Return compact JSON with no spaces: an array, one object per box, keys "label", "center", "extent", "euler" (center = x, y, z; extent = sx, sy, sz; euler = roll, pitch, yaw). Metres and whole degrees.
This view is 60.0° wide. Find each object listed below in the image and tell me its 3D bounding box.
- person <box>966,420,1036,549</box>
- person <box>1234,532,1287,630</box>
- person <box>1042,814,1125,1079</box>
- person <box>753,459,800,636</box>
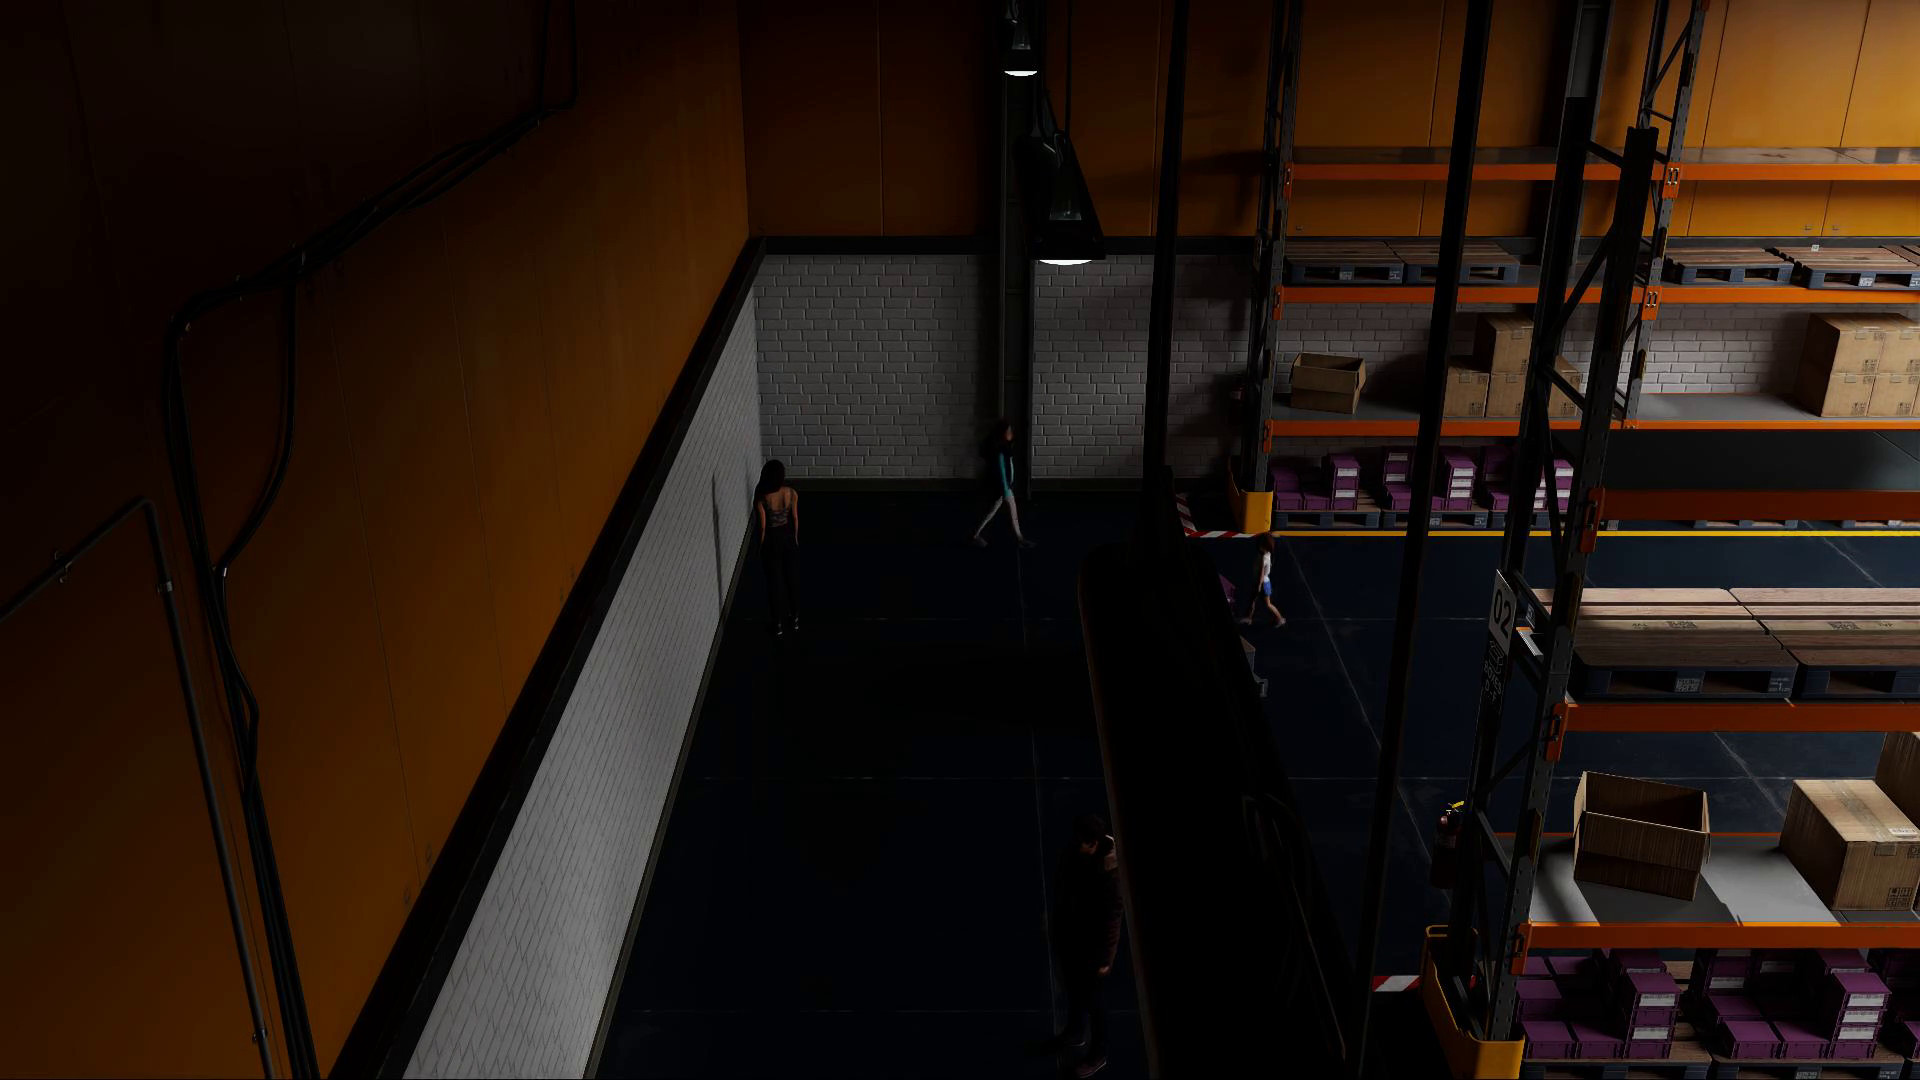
[{"label":"person","center":[0.366,-0.575,17.959],"extent":[1.029,1.466,0.697],"euler":[4,24,9]},{"label":"person","center":[3.000,0.409,16.281],"extent":[0.740,1.006,0.493],"euler":[4,24,8]},{"label":"person","center":[0.789,2.508,10.431],"extent":[0.884,1.847,0.877],"euler":[-14,27,-28]},{"label":"person","center":[-1.757,0.056,16.136],"extent":[0.637,1.770,0.750],"euler":[-13,27,-28]}]
